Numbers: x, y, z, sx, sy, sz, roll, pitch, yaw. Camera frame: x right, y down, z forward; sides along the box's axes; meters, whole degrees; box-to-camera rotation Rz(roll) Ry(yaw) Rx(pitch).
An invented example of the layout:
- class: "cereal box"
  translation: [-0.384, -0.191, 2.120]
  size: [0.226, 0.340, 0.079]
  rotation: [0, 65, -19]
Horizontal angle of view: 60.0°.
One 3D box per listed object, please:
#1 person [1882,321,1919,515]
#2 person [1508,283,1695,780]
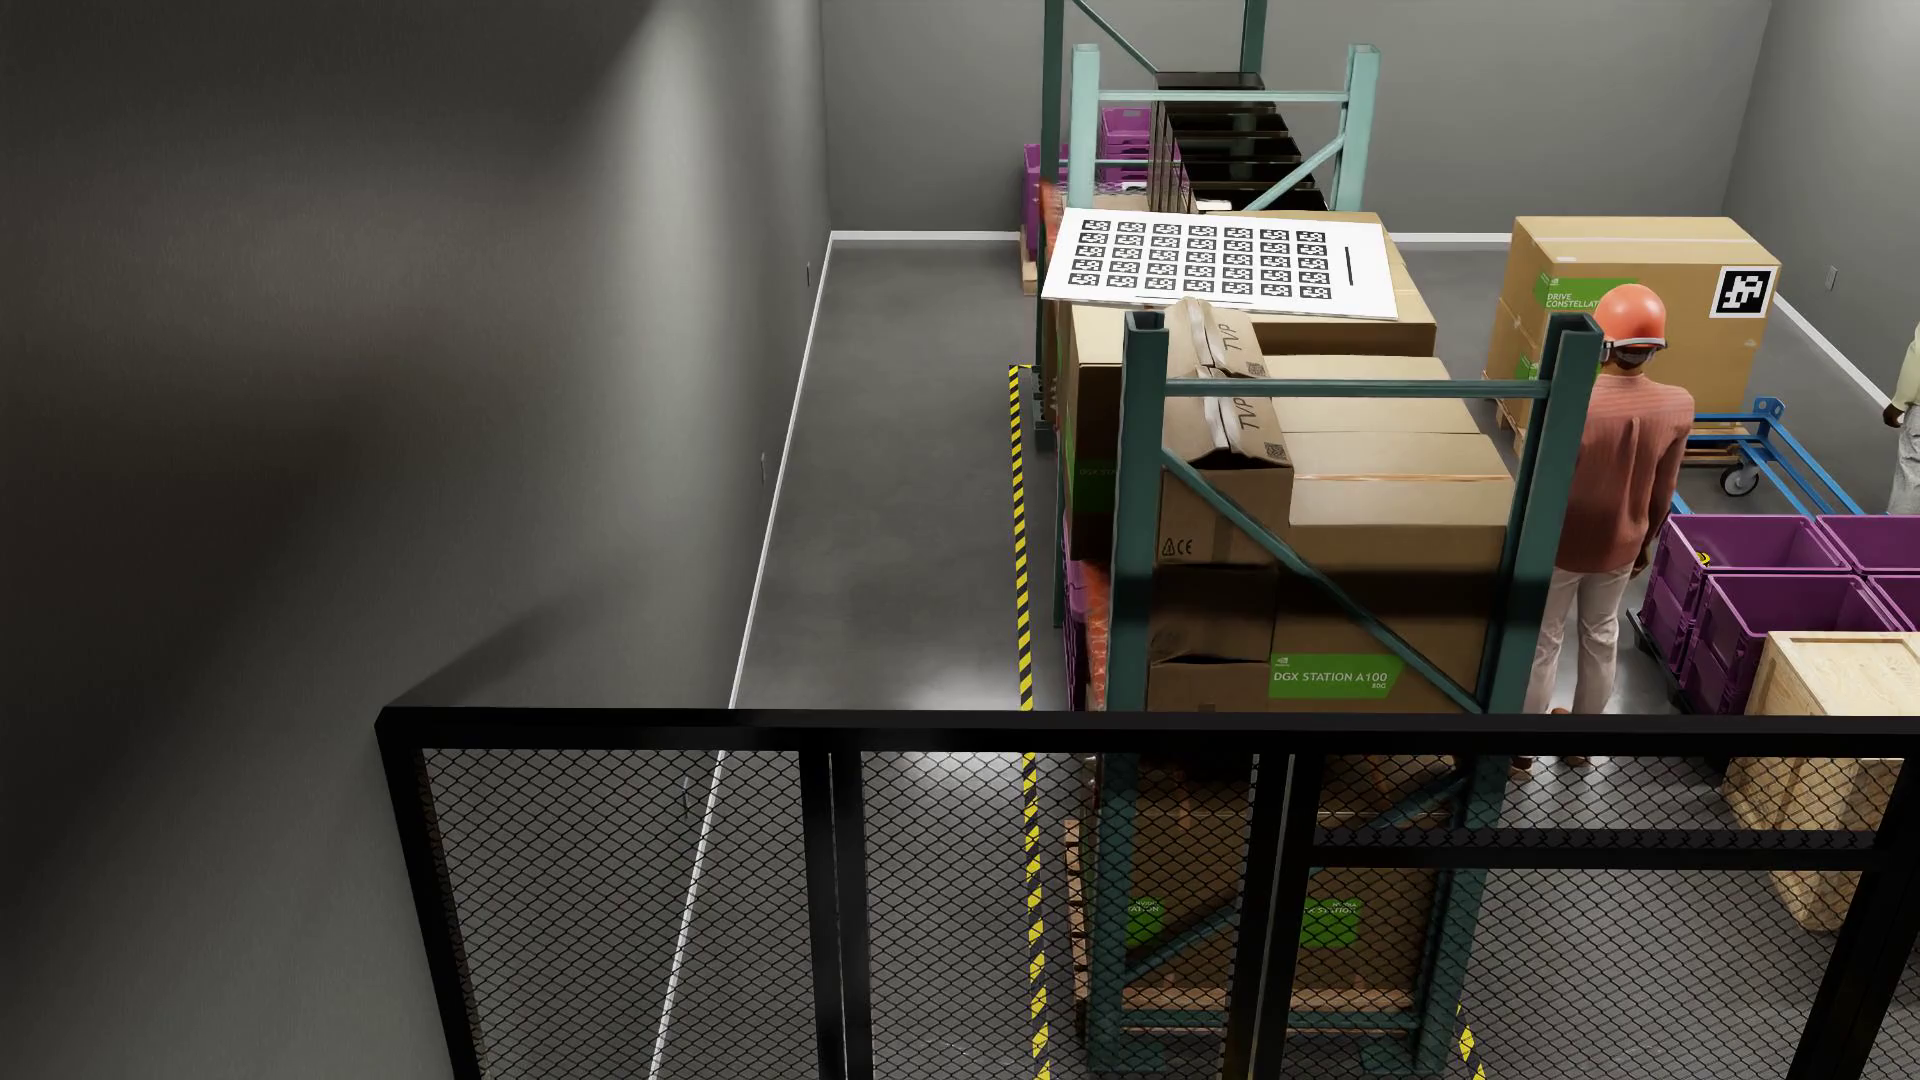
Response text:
- class: "person"
  translation: [4.445, -0.655, 7.402]
  size: [0.601, 1.831, 0.404]
  rotation: [2, 31, 3]
- class: "person"
  translation: [2.303, 0.001, 6.158]
  size: [0.624, 1.992, 0.386]
  rotation: [-7, 32, -12]
